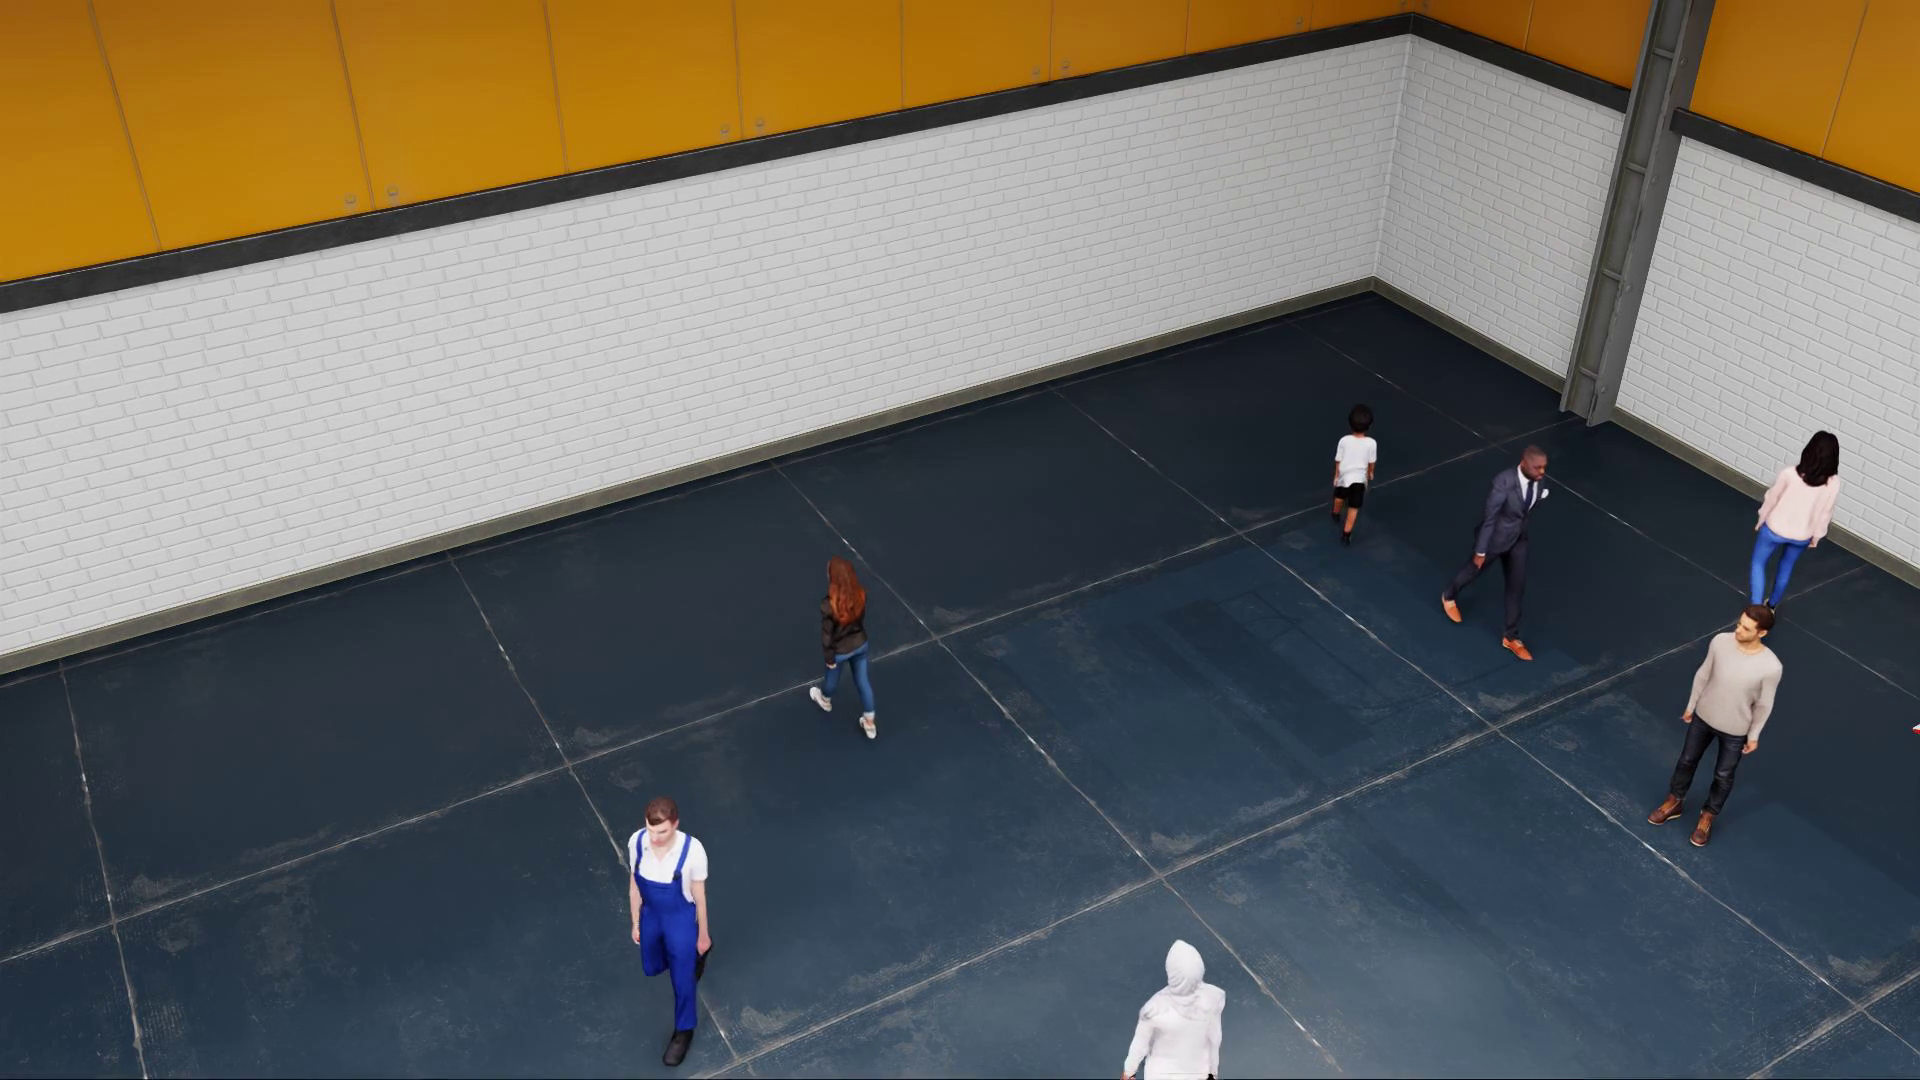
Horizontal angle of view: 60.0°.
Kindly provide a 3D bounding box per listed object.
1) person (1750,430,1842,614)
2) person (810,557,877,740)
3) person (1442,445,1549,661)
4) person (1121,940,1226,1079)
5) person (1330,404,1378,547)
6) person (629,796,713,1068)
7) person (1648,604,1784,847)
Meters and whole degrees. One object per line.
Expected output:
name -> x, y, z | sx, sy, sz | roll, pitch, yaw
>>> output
person -> 6.297, -0.024, 12.679 | 1.001, 1.752, 1.039 | 12, 35, 17
person -> -0.754, 0.768, 11.761 | 0.584, 1.451, 0.913 | -21, 39, -28
person -> 4.069, -0.022, 12.667 | 0.798, 1.762, 1.184 | -14, 36, -20
person -> 1.129, 2.778, 8.450 | 0.692, 1.767, 0.733 | -11, 35, -16
person -> 3.283, -0.512, 13.878 | 0.750, 1.238, 0.818 | 8, 34, 12
person -> -1.599, 2.092, 9.417 | 1.025, 1.840, 1.070 | 10, 35, 14
person -> 4.959, 1.163, 10.792 | 0.763, 1.866, 0.597 | -28, 43, -35
